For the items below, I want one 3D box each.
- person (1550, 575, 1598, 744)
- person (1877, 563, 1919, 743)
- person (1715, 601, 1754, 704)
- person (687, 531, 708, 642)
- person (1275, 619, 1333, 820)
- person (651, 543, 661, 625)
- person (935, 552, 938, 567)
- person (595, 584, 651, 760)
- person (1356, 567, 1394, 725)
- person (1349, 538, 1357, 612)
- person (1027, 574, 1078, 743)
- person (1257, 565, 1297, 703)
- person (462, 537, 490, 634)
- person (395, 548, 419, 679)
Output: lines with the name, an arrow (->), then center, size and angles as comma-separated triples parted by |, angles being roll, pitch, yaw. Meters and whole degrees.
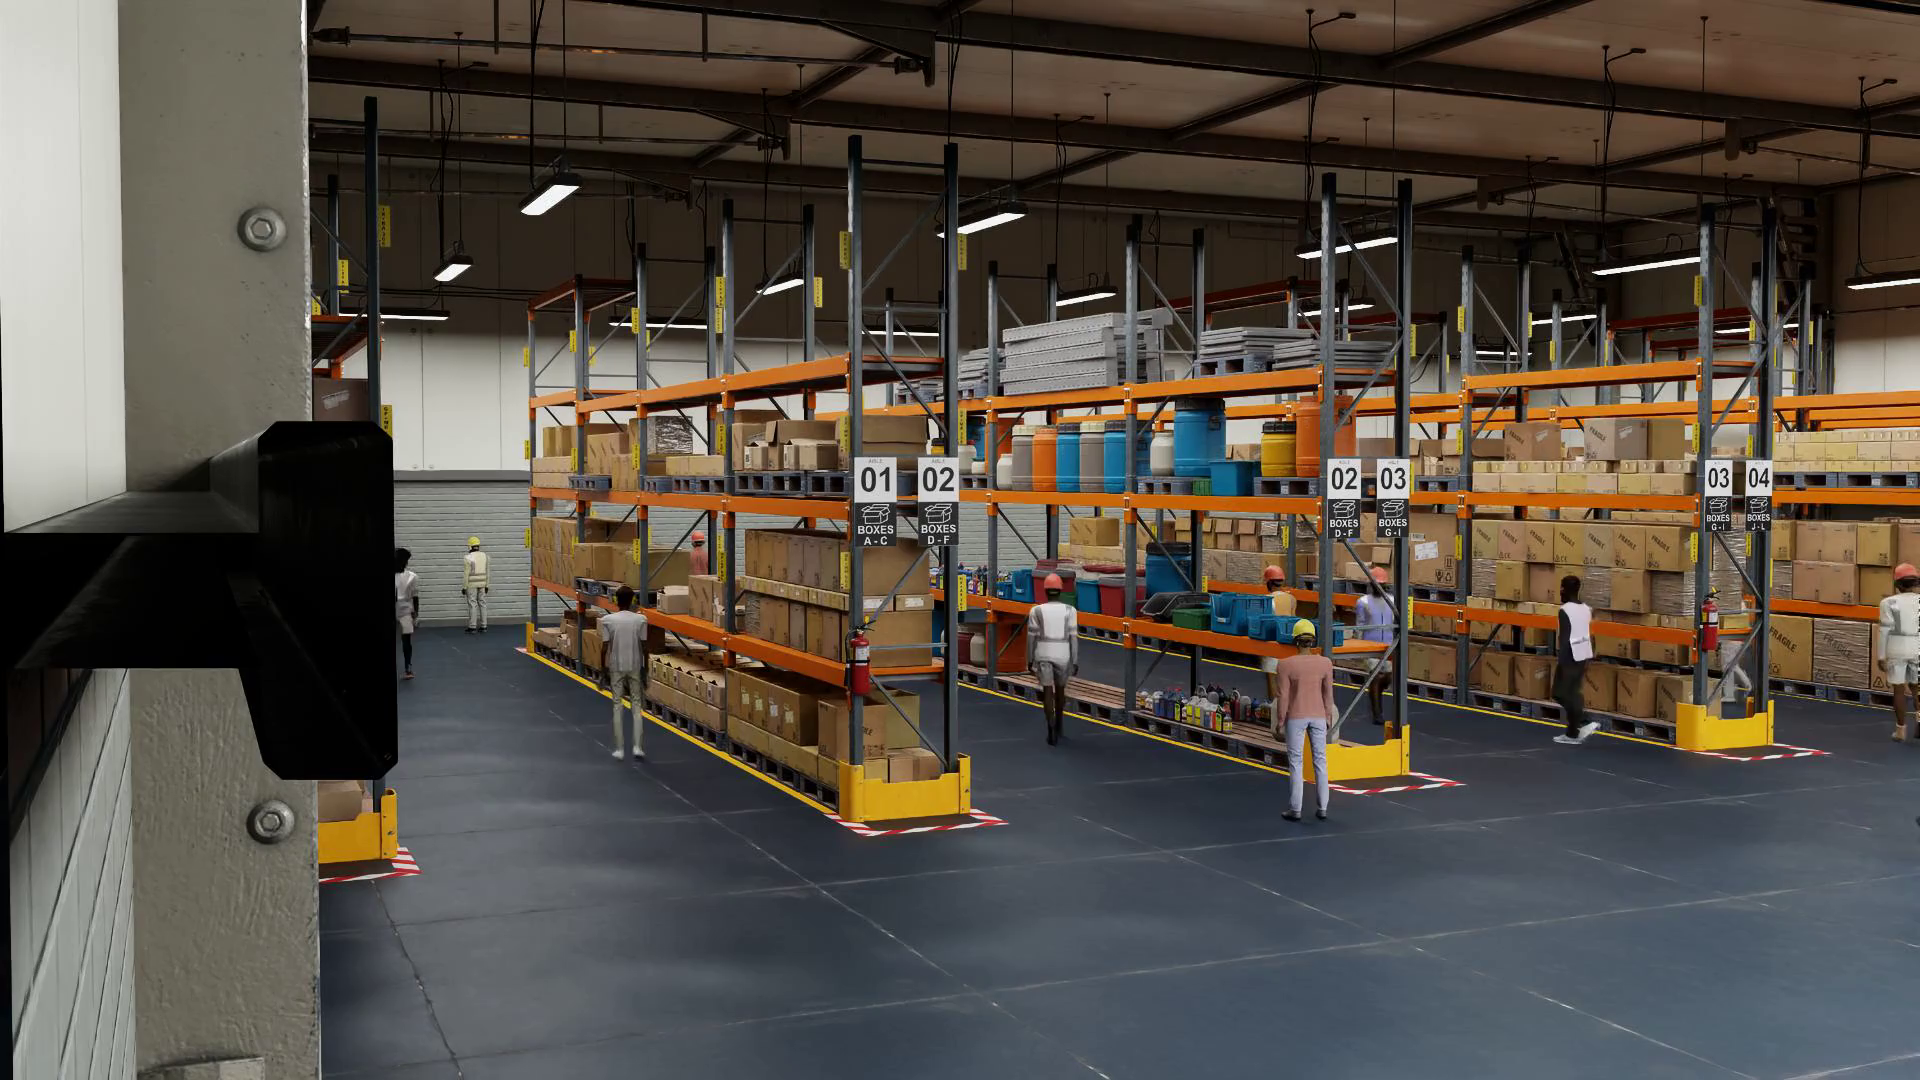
person -> 6.894, 1.347, 20.099 | 0.474, 1.906, 0.604 | 2, 3, 45
person -> 10.709, 1.278, 20.278 | 0.629, 2.033, 0.447 | 0, 2, 9
person -> 10.200, 1.352, 23.639 | 0.518, 1.623, 0.396 | -2, 3, -41
person -> -4.720, 0.834, 32.370 | 0.622, 1.995, 0.376 | -1, 2, -14
person -> 3.031, 1.582, 15.803 | 0.526, 1.769, 0.329 | 0, 2, -10
person -> -5.024, 0.994, 29.611 | 0.628, 1.875, 1.060 | -1, 2, -24
person -> -0.327, 0.760, 34.457 | 0.405, 1.987, 0.618 | 1, 2, 21
person -> -3.597, 1.412, 19.144 | 0.576, 1.859, 0.325 | -1, 2, -14
person -> 5.100, 1.274, 21.882 | 0.556, 1.917, 0.601 | 0, 2, -3
person -> 7.105, 0.865, 32.889 | 0.613, 1.885, 1.018 | -1, 2, -23
person -> 1.053, 1.339, 20.551 | 0.572, 1.884, 0.971 | 0, 2, -1
person -> 3.821, 1.271, 21.751 | 0.551, 1.933, 0.378 | -1, 3, -31
person -> -9.207, 0.852, 34.004 | 0.403, 1.830, 0.600 | 2, 3, 37
person -> -8.335, 1.093, 26.563 | 0.619, 1.939, 0.459 | -1, 2, -15
